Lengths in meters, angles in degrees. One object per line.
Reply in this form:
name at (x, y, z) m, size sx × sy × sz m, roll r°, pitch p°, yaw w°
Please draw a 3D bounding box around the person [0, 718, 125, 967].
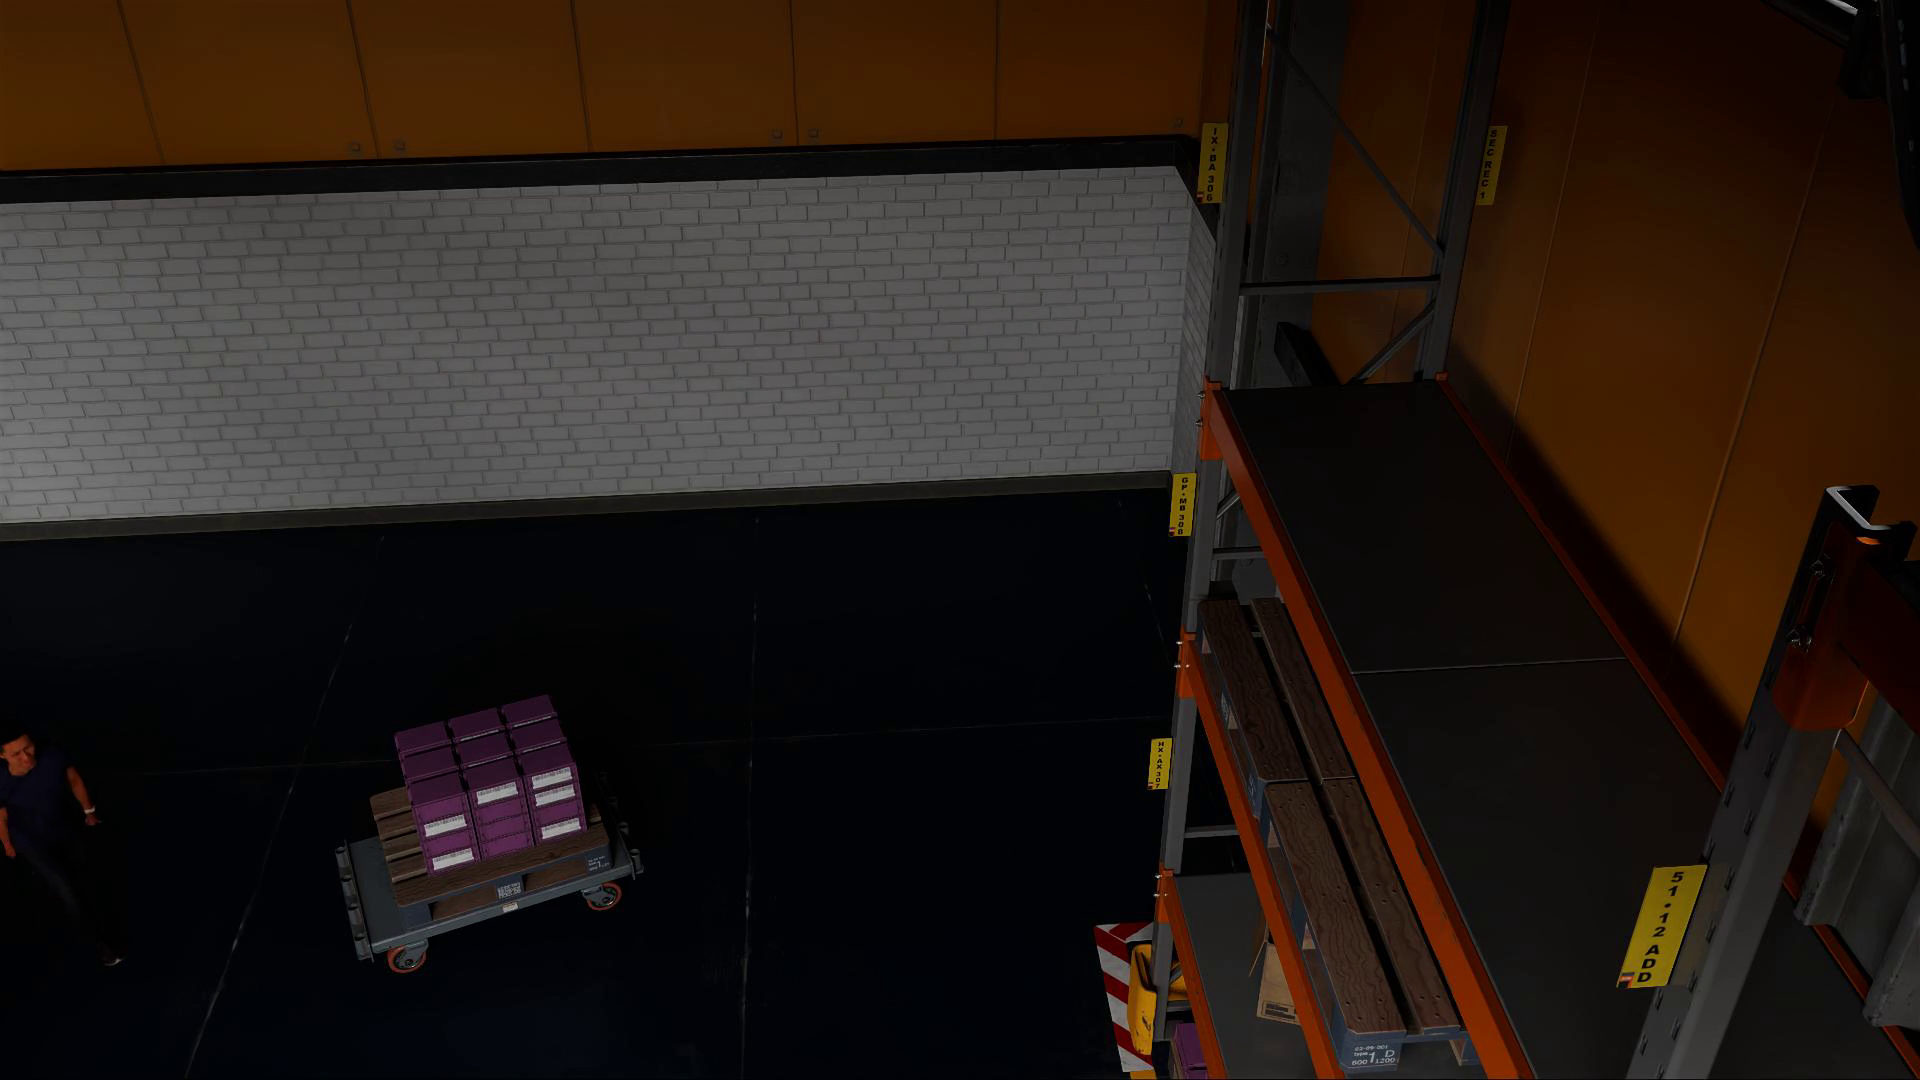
person at (-5.189, 1.606, 9.367) m, size 1.197 × 1.741 × 1.163 m, roll 22°, pitch 39°, yaw 29°
